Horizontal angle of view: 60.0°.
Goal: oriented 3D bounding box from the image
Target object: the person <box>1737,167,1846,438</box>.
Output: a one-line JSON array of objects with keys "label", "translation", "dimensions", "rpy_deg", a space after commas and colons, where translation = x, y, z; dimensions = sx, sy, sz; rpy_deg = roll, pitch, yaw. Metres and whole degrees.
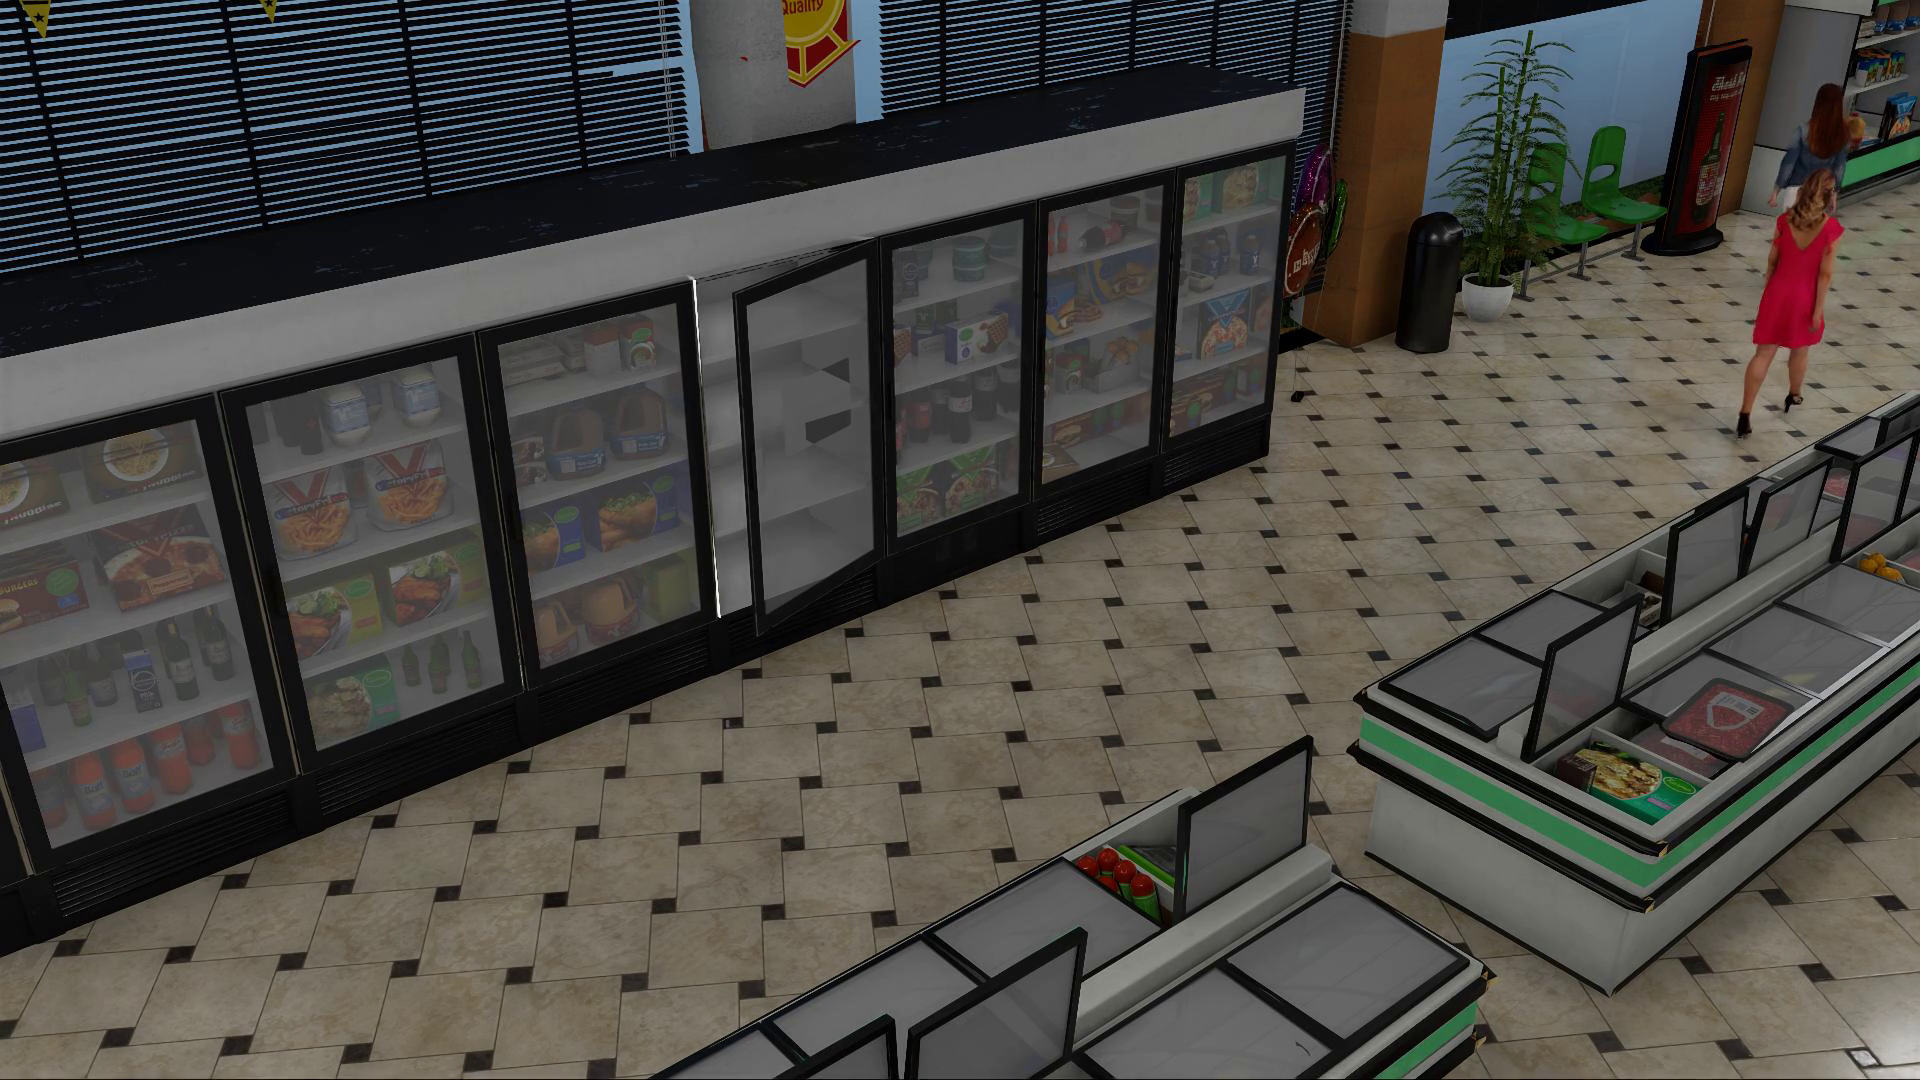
[{"label": "person", "translation": [5.192, -1.448, 10.462], "dimensions": [0.693, 1.683, 1.057], "rpy_deg": [23, 35, 37]}]

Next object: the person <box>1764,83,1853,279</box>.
[{"label": "person", "translation": [6.519, -2.600, 12.754], "dimensions": [1.062, 1.664, 1.055], "rpy_deg": [-1, 27, -3]}]
